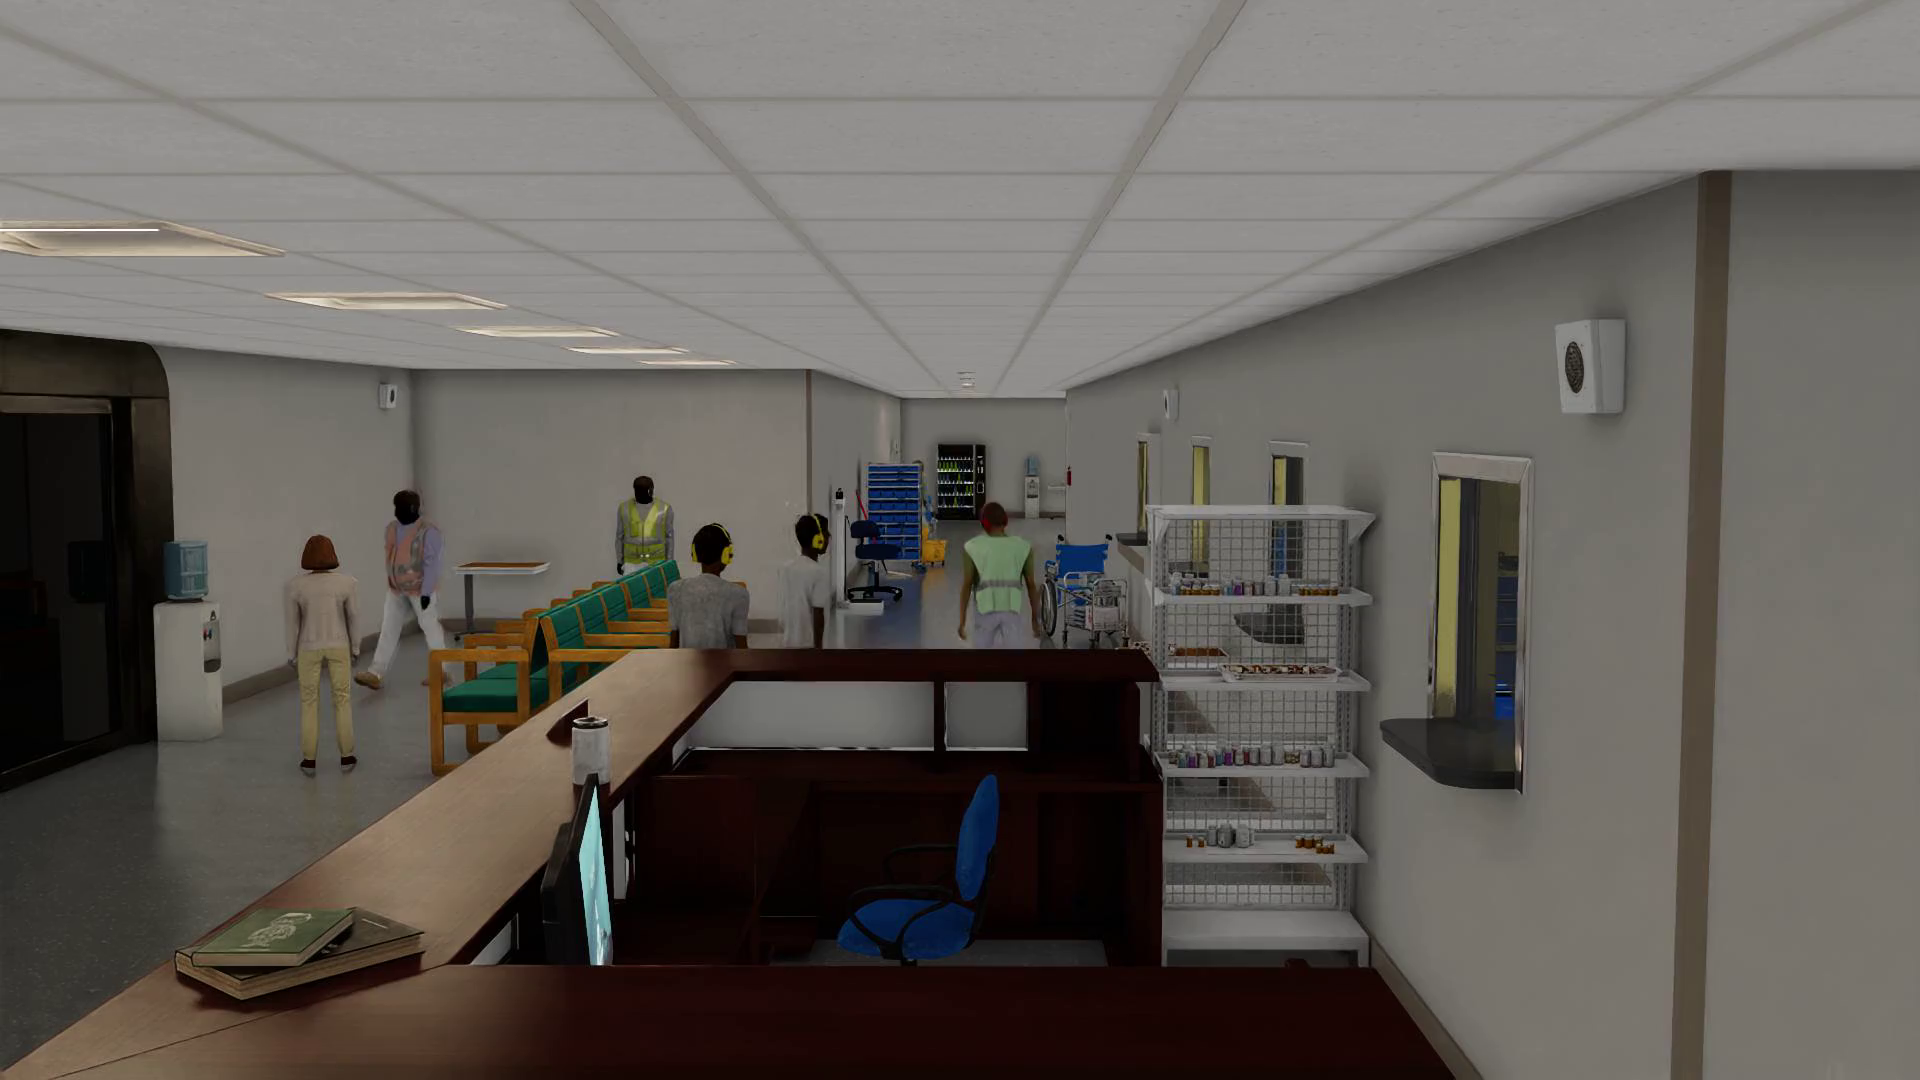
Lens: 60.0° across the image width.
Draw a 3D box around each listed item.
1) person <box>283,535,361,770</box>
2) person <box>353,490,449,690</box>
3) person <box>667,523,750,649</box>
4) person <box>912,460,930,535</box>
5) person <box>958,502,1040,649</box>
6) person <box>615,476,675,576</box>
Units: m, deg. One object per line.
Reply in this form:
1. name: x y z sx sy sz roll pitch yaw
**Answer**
1. person: -4.421 0.779 11.553 0.500 1.636 0.286 -2 4 -22
2. person: -4.999 0.456 14.976 0.662 1.791 0.954 2 5 25
3. person: -1.389 0.839 9.219 0.499 1.861 0.331 1 4 13
4. person: -0.896 -0.817 33.975 0.397 1.633 0.537 -3 5 -40
5. person: 0.302 0.599 13.124 0.667 1.770 1.011 -1 4 -10
6. person: -3.406 0.223 17.964 0.633 1.837 0.428 0 4 -5
